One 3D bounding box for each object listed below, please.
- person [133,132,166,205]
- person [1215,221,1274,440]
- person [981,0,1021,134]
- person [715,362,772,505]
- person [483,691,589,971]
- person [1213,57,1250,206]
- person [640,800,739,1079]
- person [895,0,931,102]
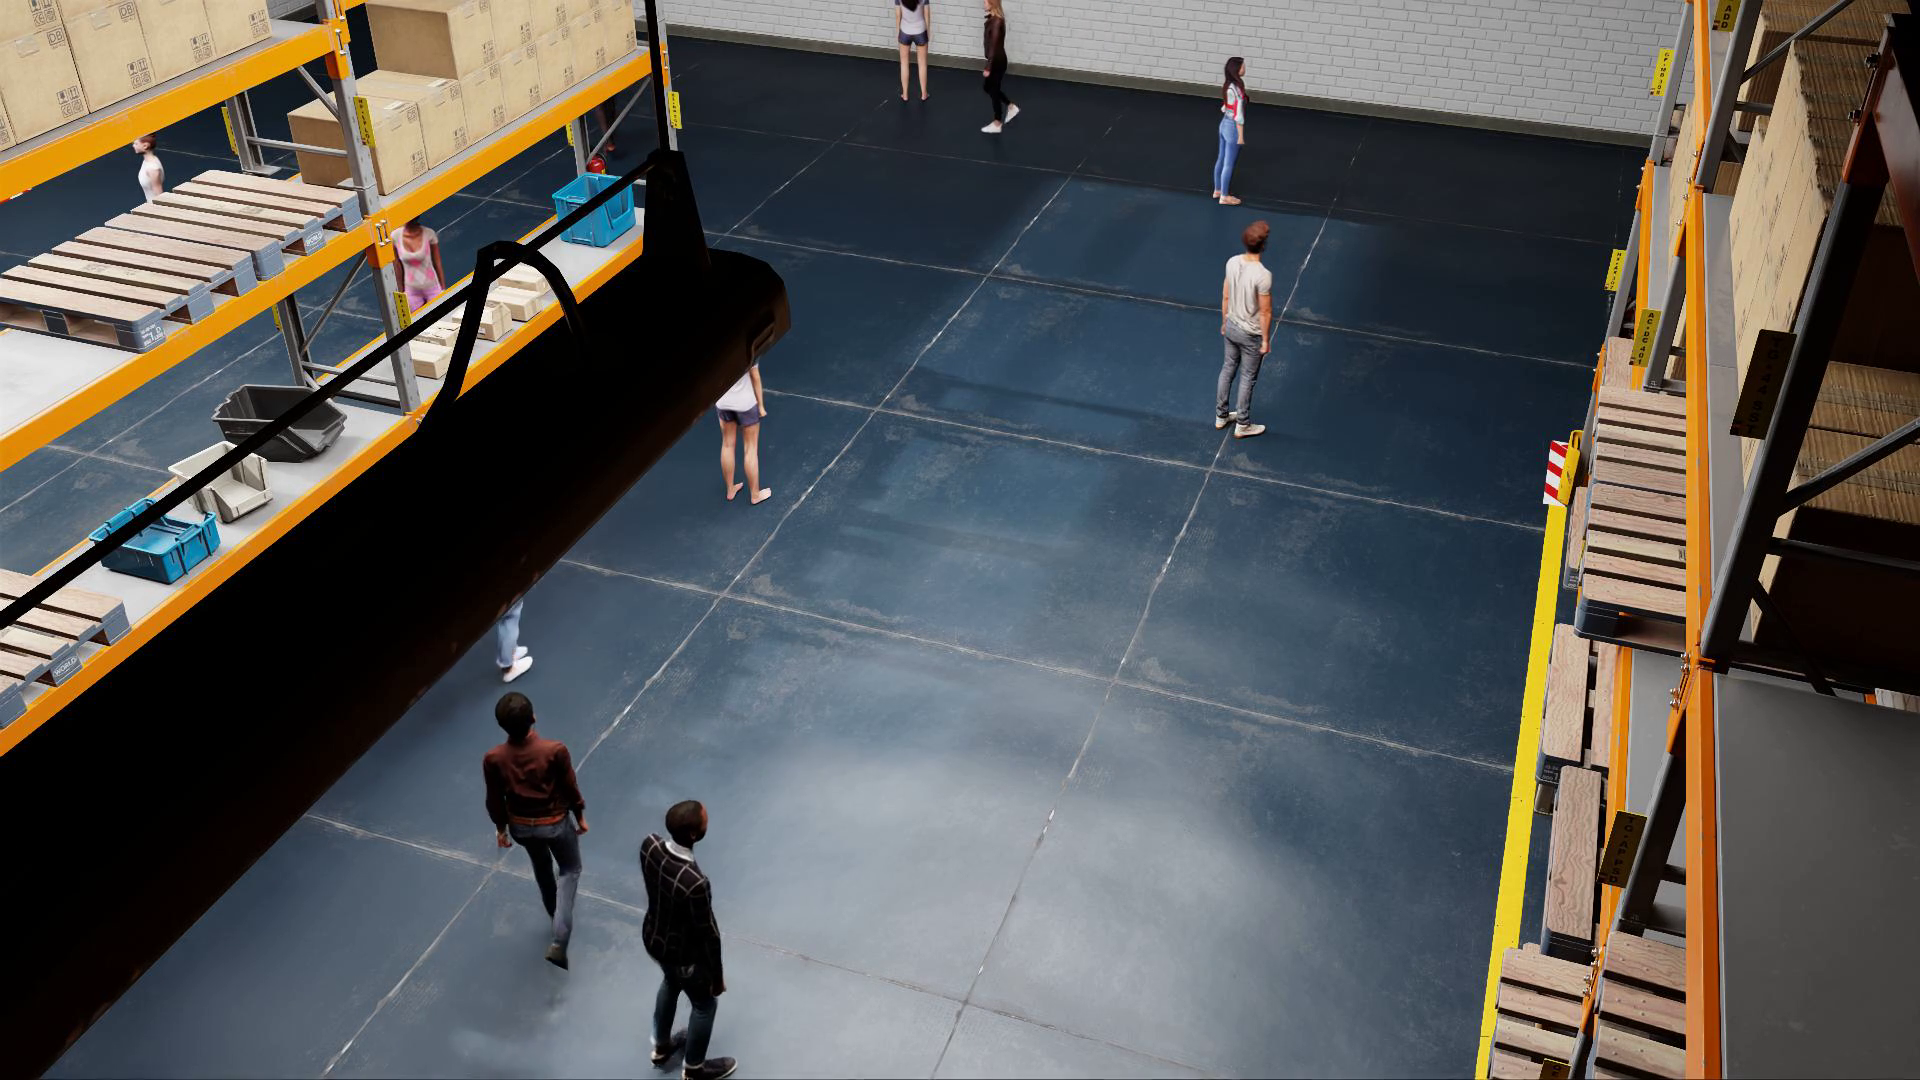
[{"bbox_3d":[-7.630,-3.110,15.995,0.668,1.793,0.622,-17,37,-23],"label":"person"},{"bbox_3d":[2.374,-1.756,13.863,0.743,1.897,0.750,-24,40,-31],"label":"person"},{"bbox_3d":[0.515,-5.734,20.034,0.830,1.691,0.787,-2,34,-3],"label":"person"},{"bbox_3d":[-1.740,-1.066,12.974,0.588,1.732,0.537,13,36,18],"label":"person"},{"bbox_3d":[-2.254,1.588,8.951,0.889,1.766,1.071,-2,34,-3],"label":"person"},{"bbox_3d":[2.973,-4.504,18.253,0.726,1.614,0.622,-7,34,-10],"label":"person"},{"bbox_3d":[-1.411,2.018,8.271,0.803,1.802,0.797,-28,42,-35],"label":"person"},{"bbox_3d":[-0.601,-6.436,21.077,0.662,1.706,0.639,0,34,0],"label":"person"}]
